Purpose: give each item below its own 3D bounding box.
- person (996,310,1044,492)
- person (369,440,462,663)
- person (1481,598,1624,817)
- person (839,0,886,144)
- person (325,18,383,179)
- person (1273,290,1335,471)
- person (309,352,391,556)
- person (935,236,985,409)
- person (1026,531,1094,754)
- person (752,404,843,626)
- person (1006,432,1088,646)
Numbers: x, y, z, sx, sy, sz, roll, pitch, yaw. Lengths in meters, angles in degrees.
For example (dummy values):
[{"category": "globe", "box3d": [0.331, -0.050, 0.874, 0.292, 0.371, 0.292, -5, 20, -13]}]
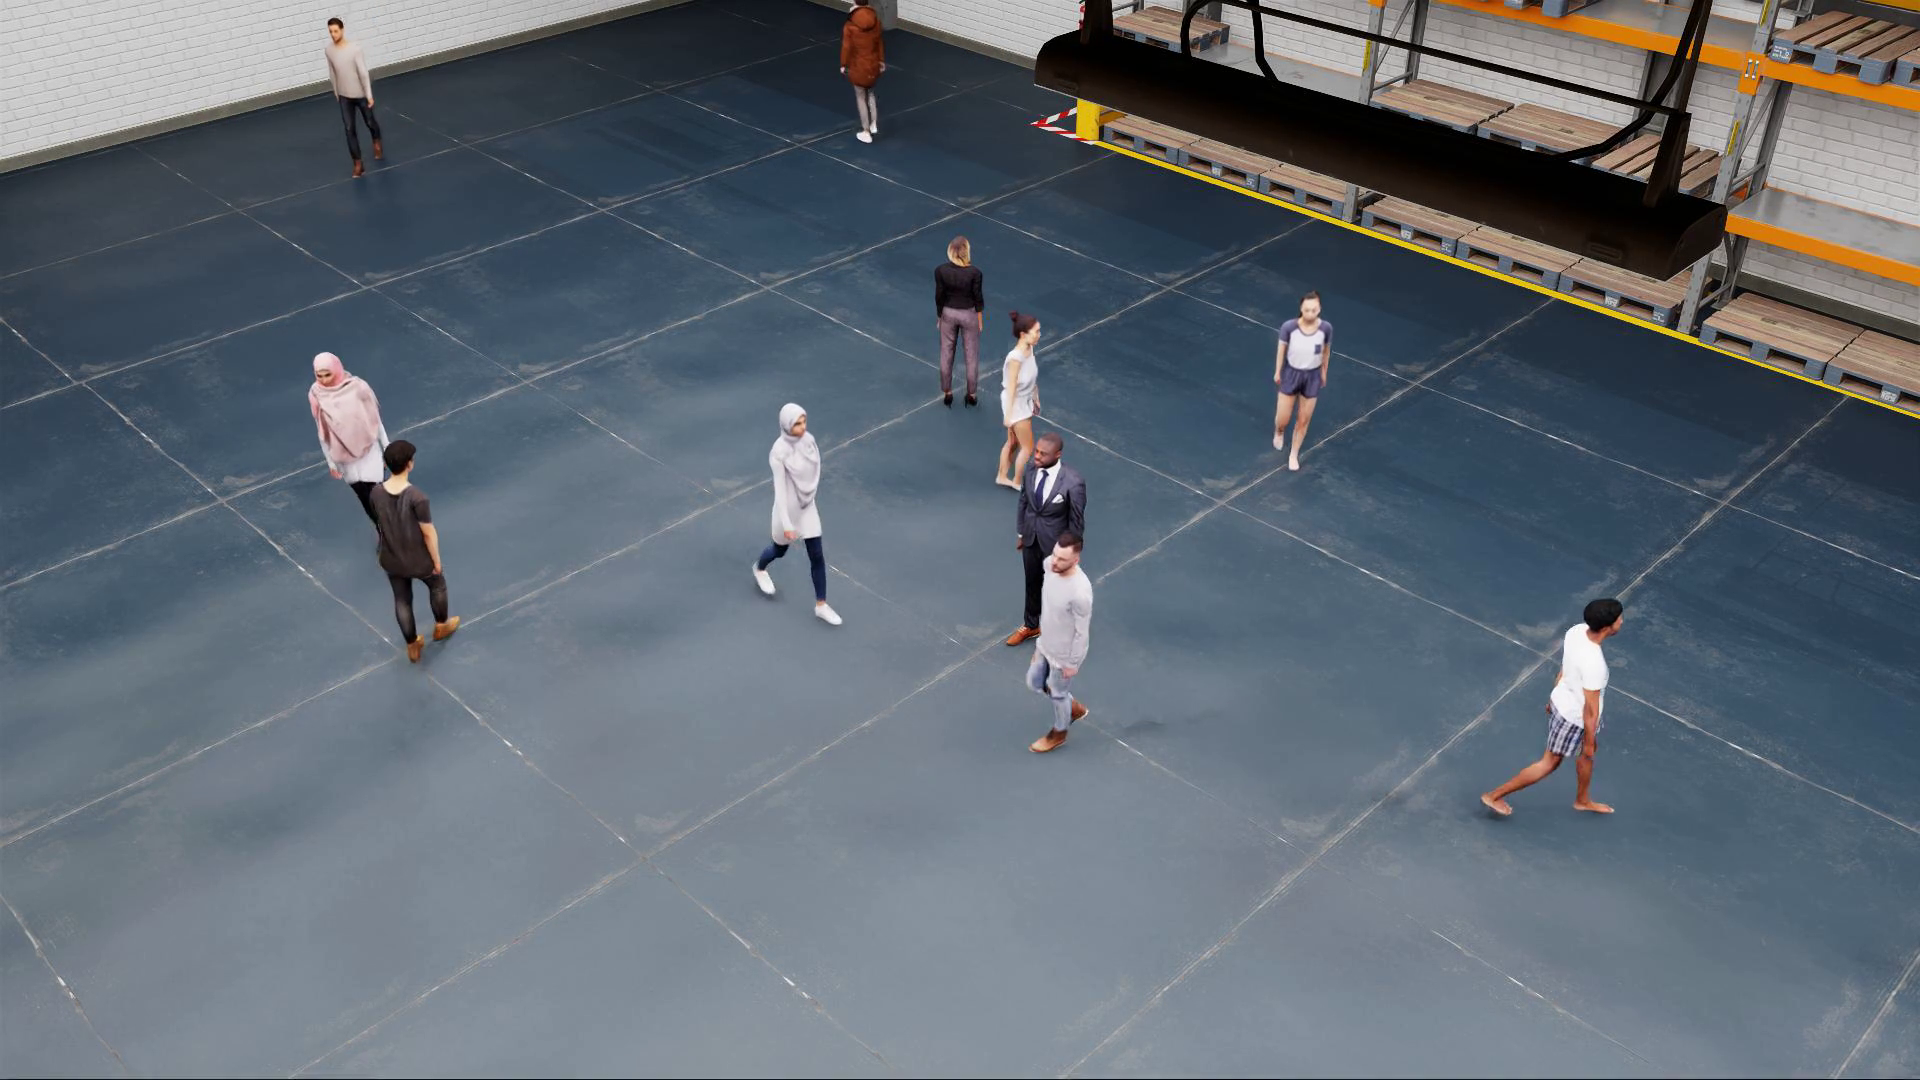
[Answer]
[{"category": "person", "box3d": [0.405, -1.150, 13.832, 0.747, 1.611, 0.704, 13, 36, 18]}, {"category": "person", "box3d": [-3.948, 0.138, 11.828, 0.857, 1.686, 0.913, -1, 34, -1]}, {"category": "person", "box3d": [3.747, 1.094, 10.383, 1.190, 1.692, 1.079, 3, 34, 5]}, {"category": "person", "box3d": [-1.151, -5.854, 20.721, 0.747, 1.820, 0.730, -23, 40, -31]}, {"category": "person", "box3d": [-7.240, -5.359, 19.973, 1.176, 1.824, 1.267, -1, 34, -2]}, {"category": "person", "box3d": [2.896, -1.398, 14.182, 0.765, 1.638, 0.825, 2, 34, 2]}, {"category": "person", "box3d": [-4.714, -0.719, 13.029, 0.830, 1.783, 0.884, -7, 34, -11]}, {"category": "person", "box3d": [-0.008, -1.952, 14.984, 0.649, 1.672, 0.732, 4, 34, 6]}, {"category": "person", "box3d": [0.737, 0.659, 10.922, 0.880, 1.820, 0.756, -13, 36, -19]}, {"category": "person", "box3d": [-1.291, -0.221, 12.317, 0.603, 1.742, 1.124, -28, 43, -35]}, {"category": "person", "box3d": [0.629, 0.022, 11.877, 0.547, 1.824, 0.760, 25, 41, 32]}]
